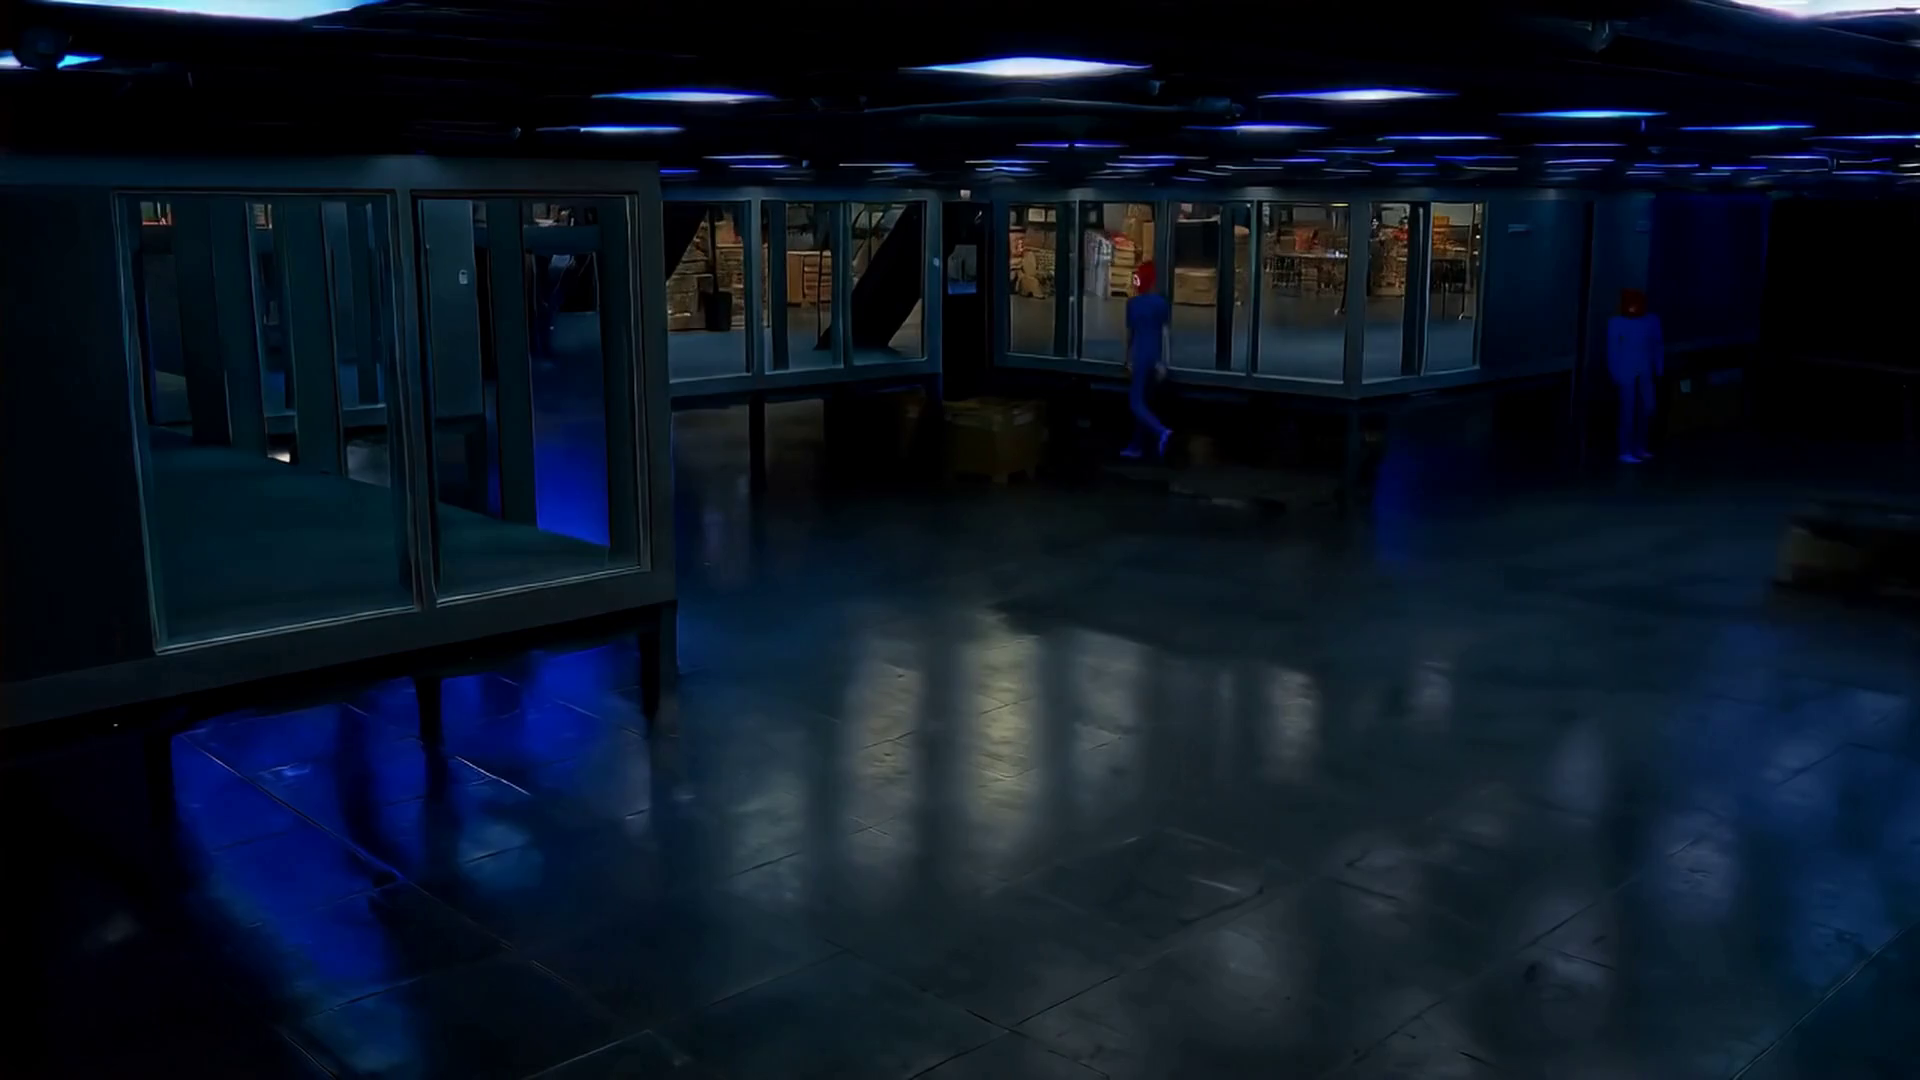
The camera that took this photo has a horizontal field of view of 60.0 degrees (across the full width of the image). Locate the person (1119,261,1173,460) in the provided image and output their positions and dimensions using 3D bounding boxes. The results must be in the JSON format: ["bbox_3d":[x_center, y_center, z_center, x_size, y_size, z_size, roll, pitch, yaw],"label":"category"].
[{"bbox_3d":[1.736,-1.635,15.315,0.517,1.853,0.694,-8,14,-36],"label":"person"}]

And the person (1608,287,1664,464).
[{"bbox_3d":[6.174,-1.501,15.235,0.535,1.609,0.315,-1,11,-4],"label":"person"}]
